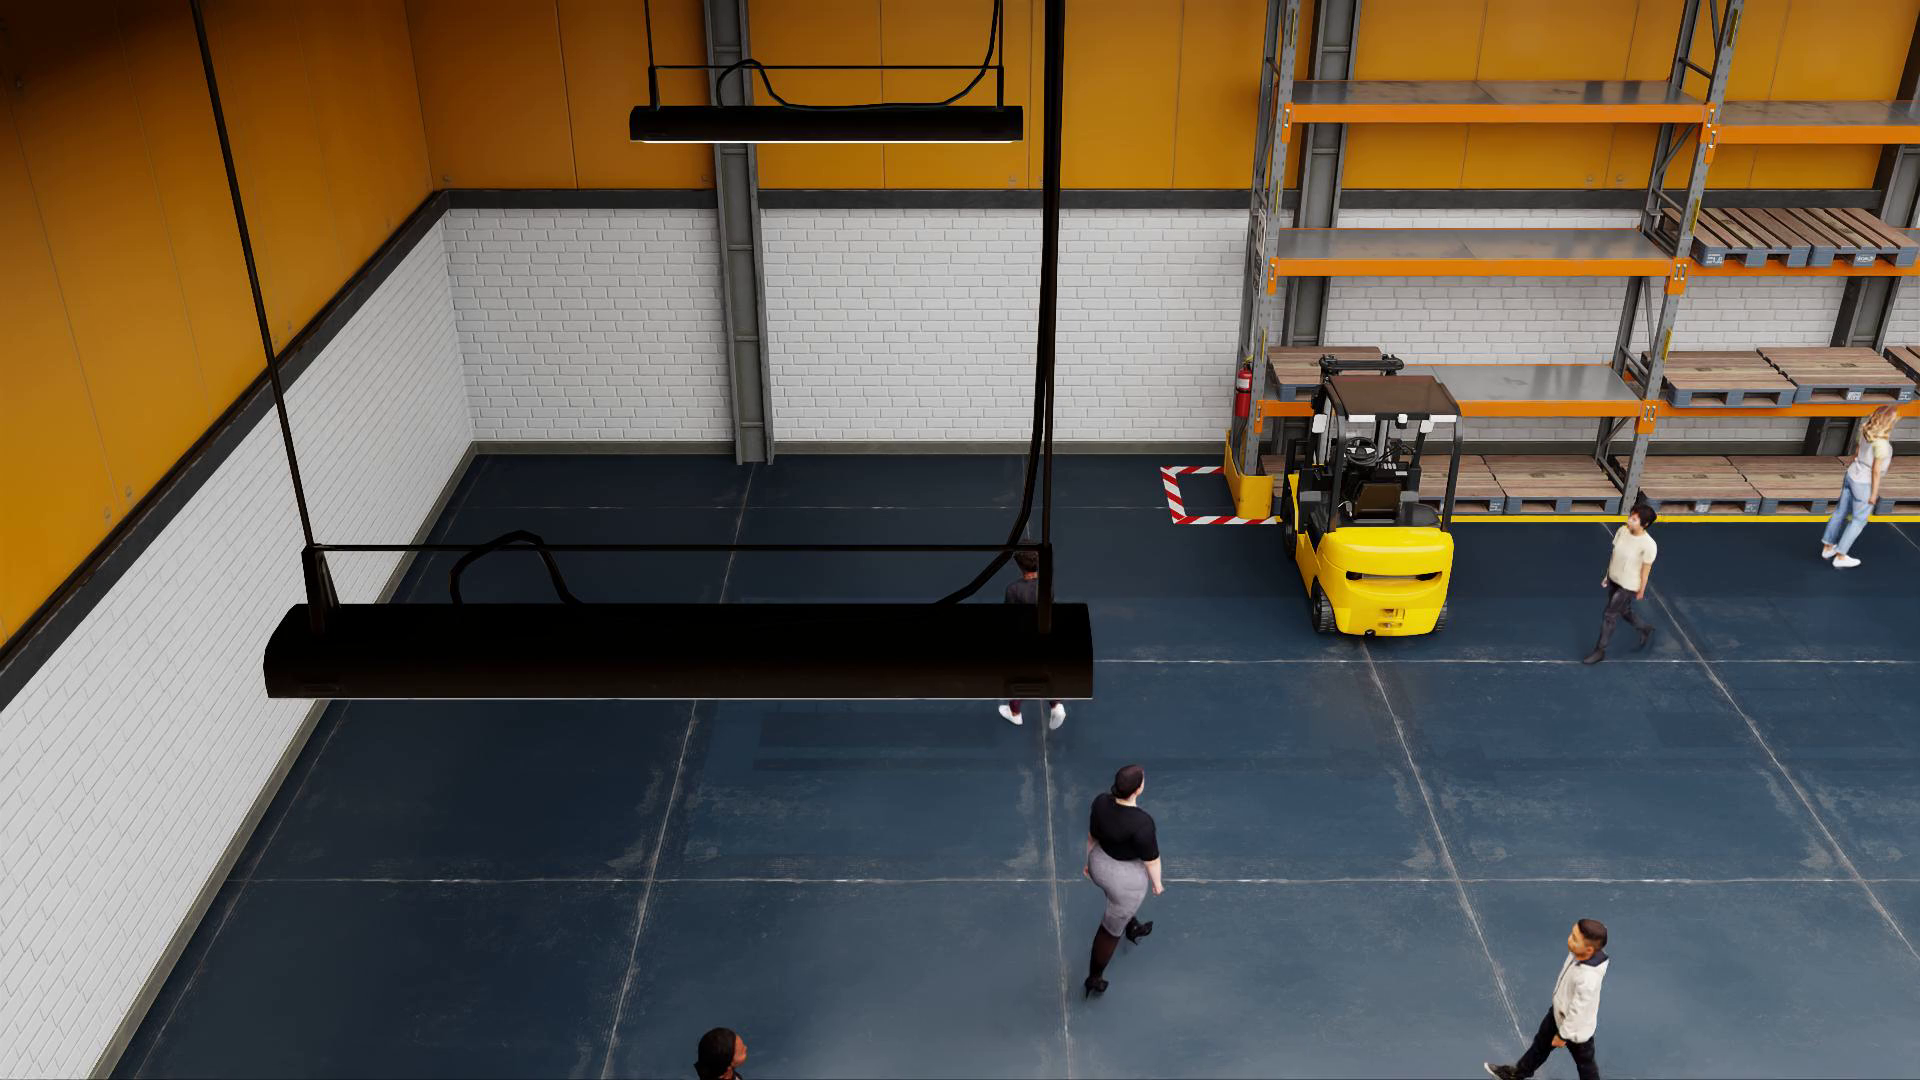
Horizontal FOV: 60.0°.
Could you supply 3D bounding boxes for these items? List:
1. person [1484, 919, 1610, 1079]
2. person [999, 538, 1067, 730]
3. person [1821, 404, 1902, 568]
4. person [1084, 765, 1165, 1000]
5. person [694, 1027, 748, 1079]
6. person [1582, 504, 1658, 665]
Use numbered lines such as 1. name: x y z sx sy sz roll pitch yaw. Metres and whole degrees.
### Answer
1. person: 3.820 2.918 10.153 0.923 1.426 0.656 2 29 4
2. person: 0.589 0.816 13.652 0.971 1.767 0.982 -20 34 -32
3. person: 8.761 -0.541 16.195 0.572 1.714 0.625 0 29 -1
4. person: 0.983 2.291 11.001 1.164 1.715 1.079 -24 37 -36
5. person: -1.333 3.342 9.128 0.942 1.664 0.772 -10 30 -18
6. person: 5.923 0.379 14.667 1.035 1.561 0.746 -7 29 -12
